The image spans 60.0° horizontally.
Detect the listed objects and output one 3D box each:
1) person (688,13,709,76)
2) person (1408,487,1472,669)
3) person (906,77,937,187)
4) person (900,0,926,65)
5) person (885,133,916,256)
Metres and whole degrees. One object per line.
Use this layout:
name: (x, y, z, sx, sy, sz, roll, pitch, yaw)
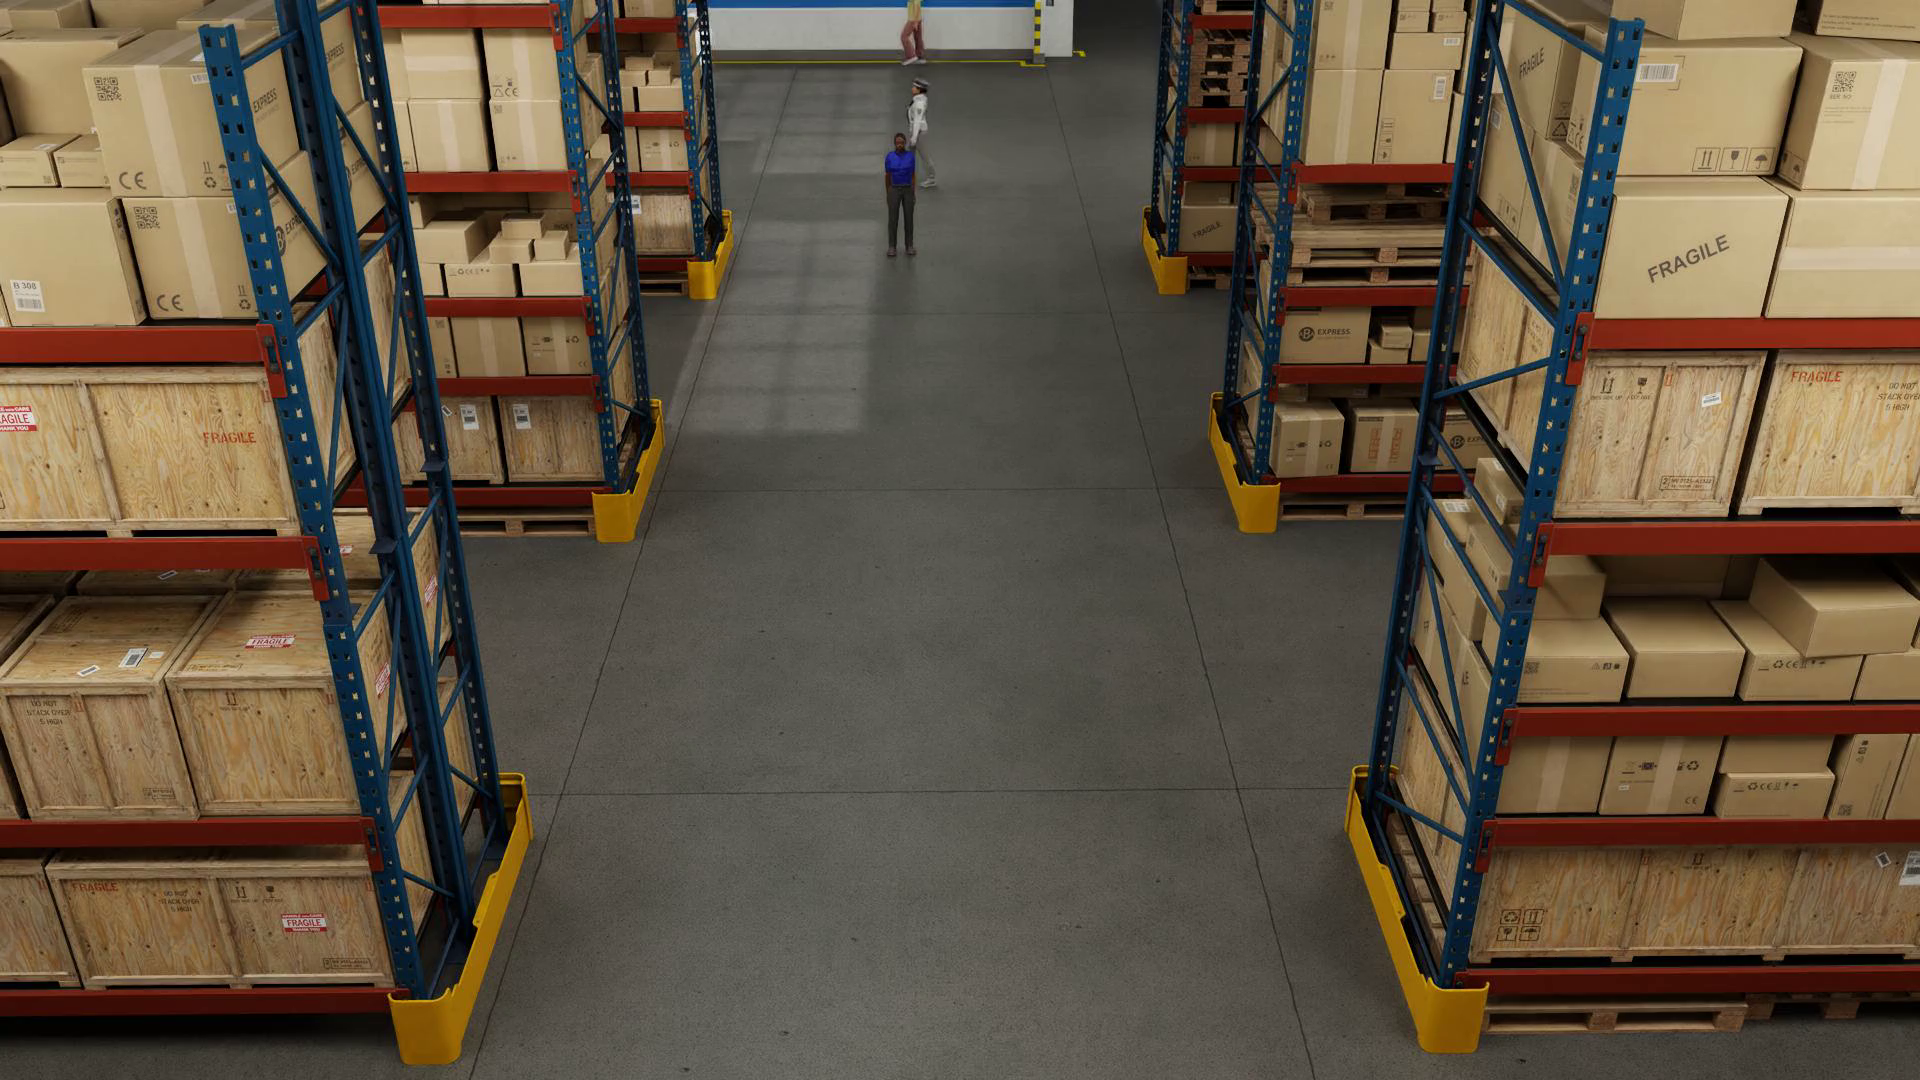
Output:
person: (-4.758, -8.487, 29.692, 0.564, 1.770, 0.372, 10, 30, 18)
person: (4.042, 0.360, 13.352, 0.753, 1.669, 0.499, 1, 28, 2)
person: (-0.741, -6.292, 25.688, 0.771, 1.682, 0.498, -1, 28, -1)
person: (-0.936, -10.375, 33.262, 0.490, 1.666, 0.502, 4, 29, 8)
person: (-0.813, -4.760, 22.878, 0.434, 1.661, 0.344, -5, 29, -8)
